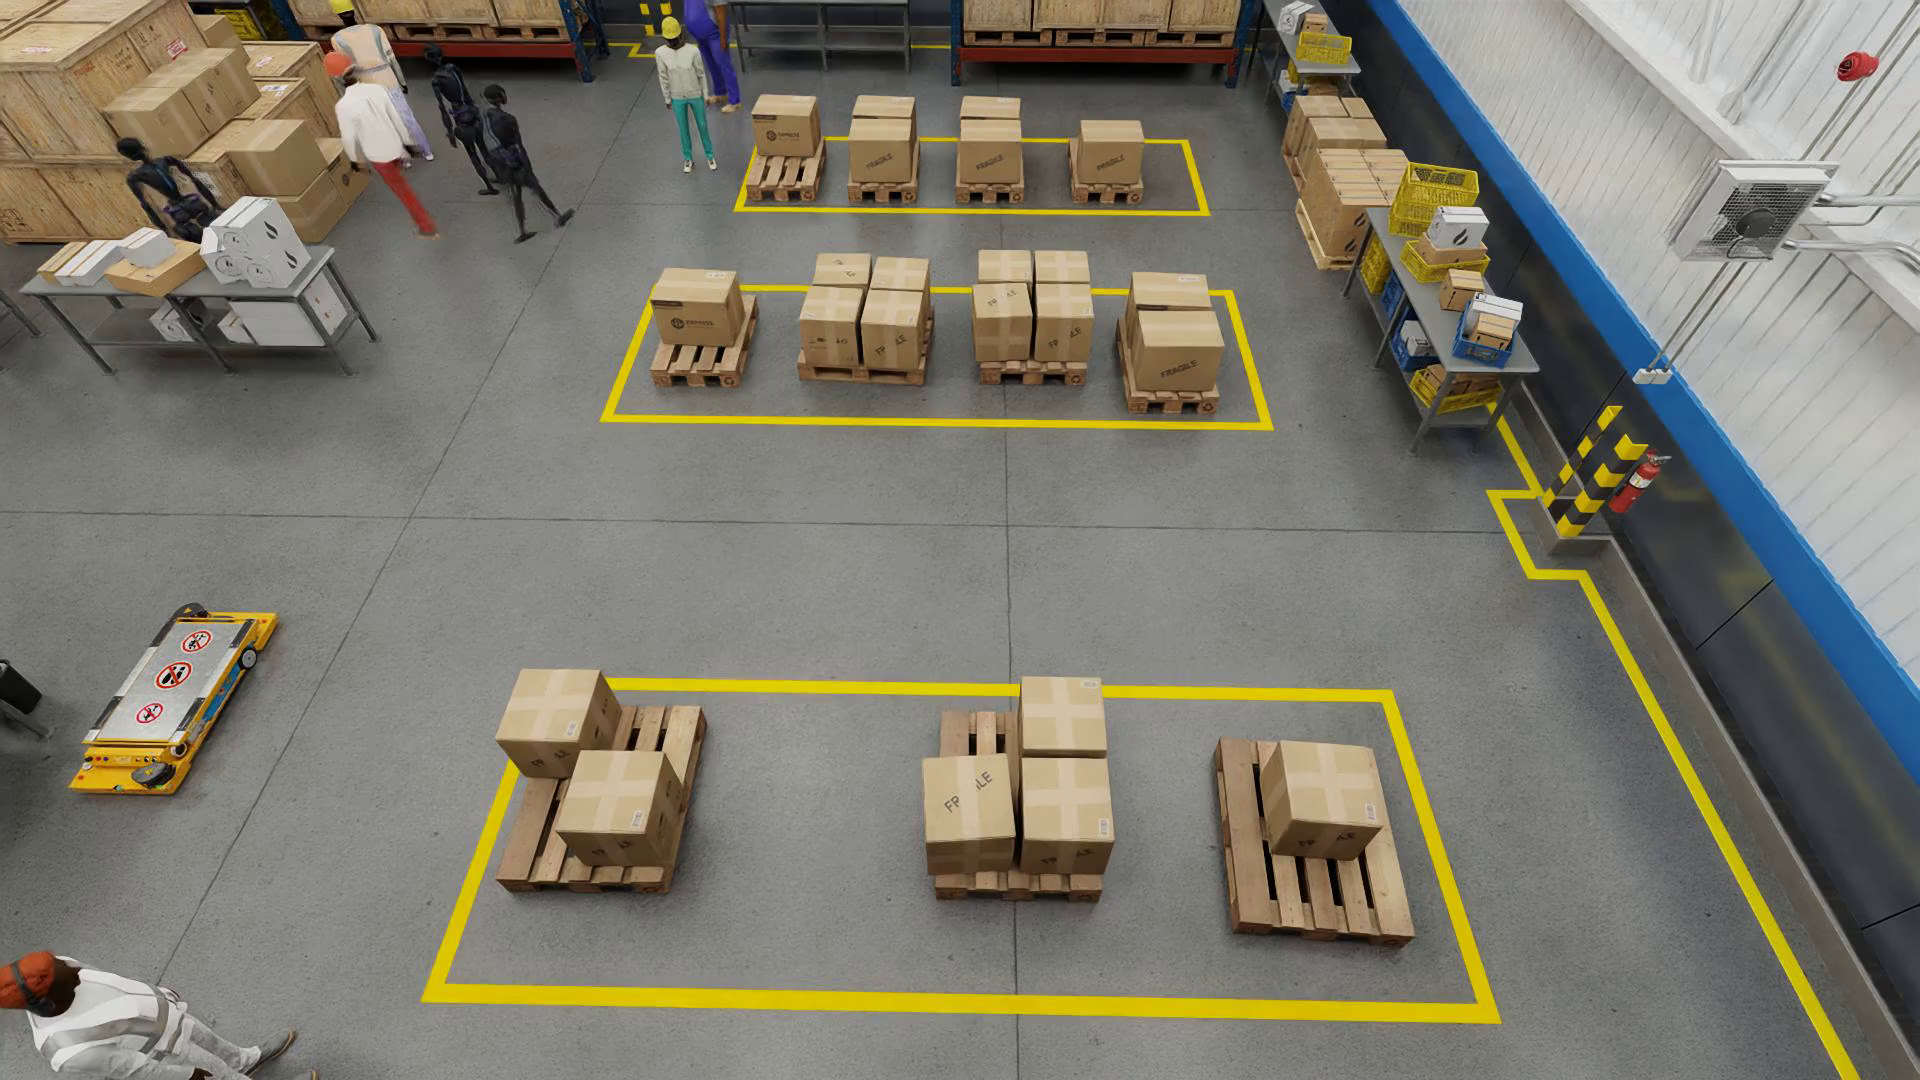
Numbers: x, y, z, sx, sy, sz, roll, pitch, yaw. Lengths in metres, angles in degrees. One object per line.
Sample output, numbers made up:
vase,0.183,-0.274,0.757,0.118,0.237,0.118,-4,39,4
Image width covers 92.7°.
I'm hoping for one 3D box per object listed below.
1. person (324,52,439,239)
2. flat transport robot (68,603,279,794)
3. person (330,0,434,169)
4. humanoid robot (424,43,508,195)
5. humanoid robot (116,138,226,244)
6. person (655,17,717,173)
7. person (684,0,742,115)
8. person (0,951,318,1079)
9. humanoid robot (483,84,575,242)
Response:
person,-6.223,-4.162,9.774,0.703,1.961,0.607,13,51,10
flat transport robot,-5.504,1.072,6.442,0.652,0.197,1.431,1,50,1
person,-6.894,-5.417,10.874,0.582,1.918,0.405,-33,57,-25
humanoid robot,-5.692,-4.811,10.511,0.323,1.651,0.595,6,50,5
humanoid robot,-7.713,-3.237,9.194,0.421,1.643,0.632,19,52,16
person,-3.222,-5.220,10.803,0.532,1.765,0.327,-8,50,-7
person,-3.230,-6.563,11.761,0.536,2.000,0.739,-37,59,-27
person,-3.772,2.342,4.329,0.572,1.882,0.357,36,59,27
humanoid robot,-4.751,-4.080,9.920,0.616,1.627,0.760,27,55,21
